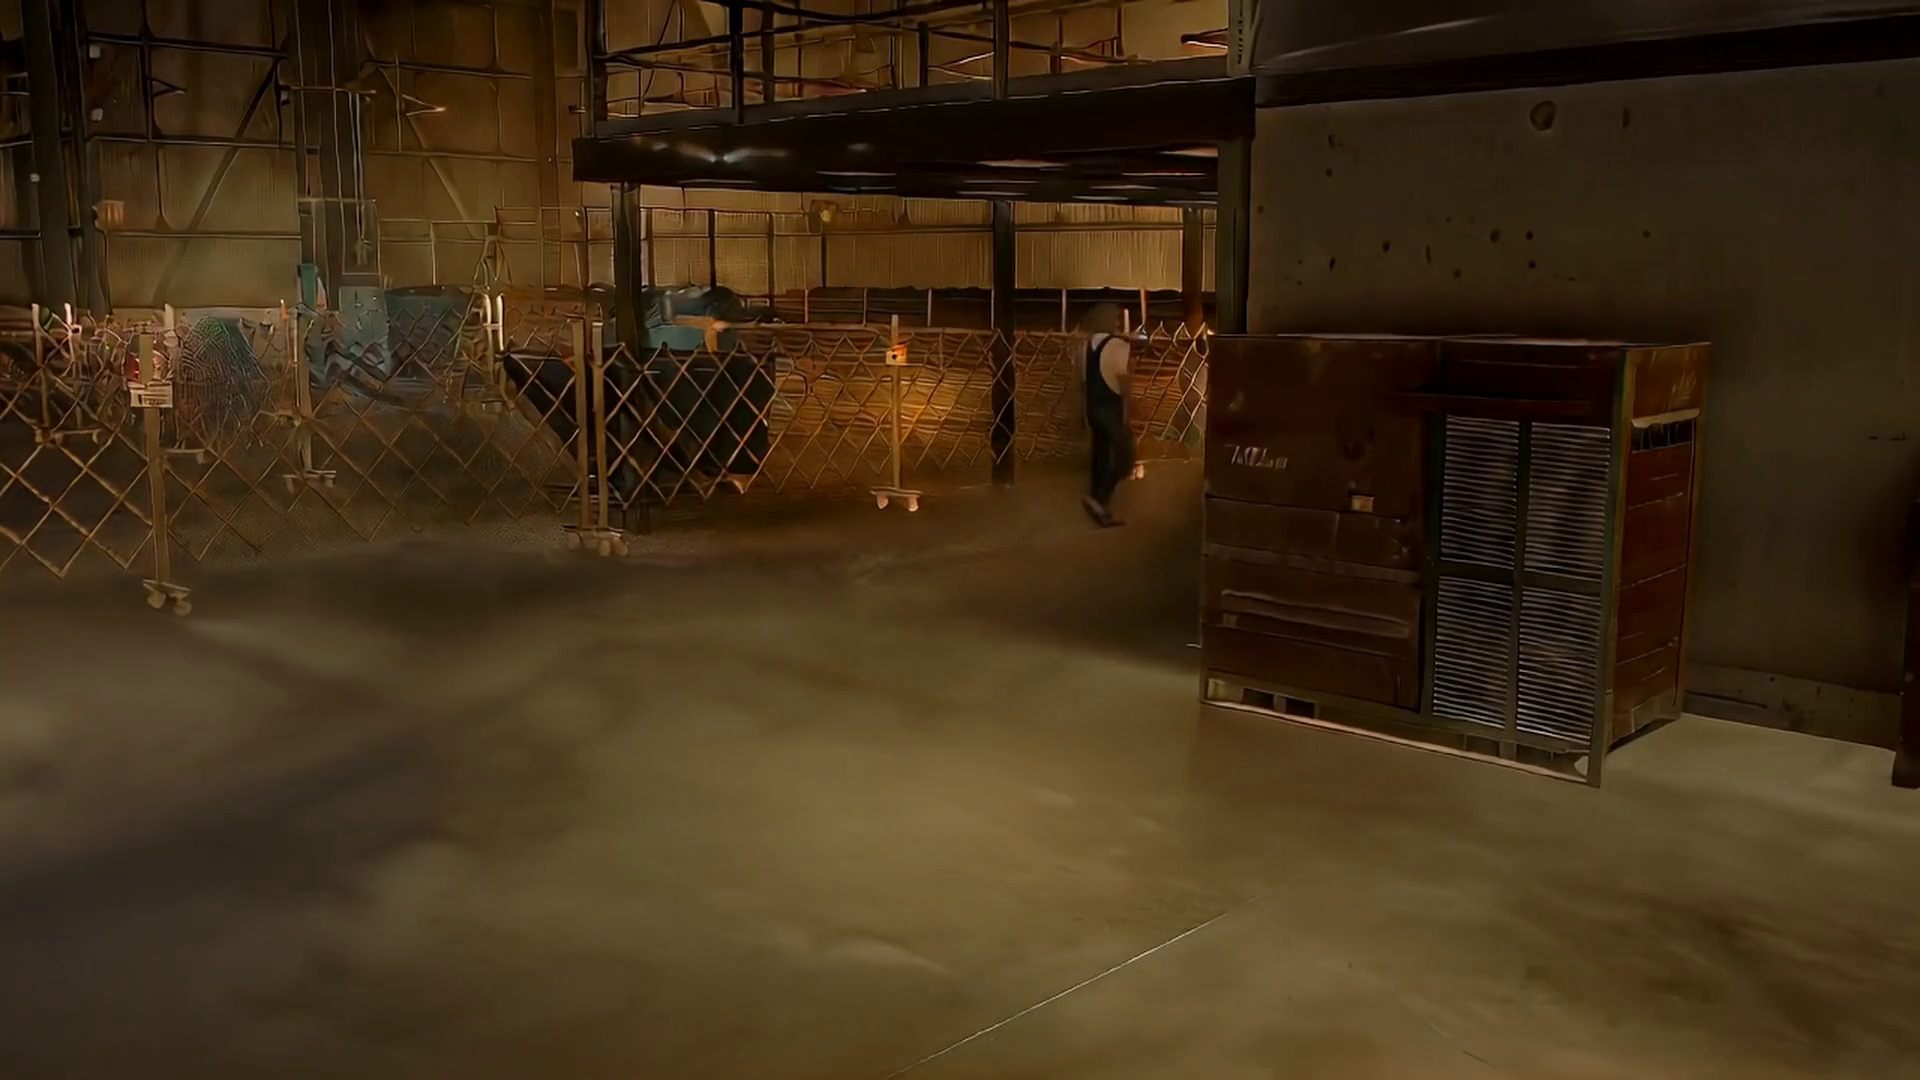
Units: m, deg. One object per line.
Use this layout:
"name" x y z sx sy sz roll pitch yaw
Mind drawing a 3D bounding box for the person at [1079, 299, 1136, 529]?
"person" 1.157 -0.985 13.187 0.434 1.832 0.550 -8 12 -41
